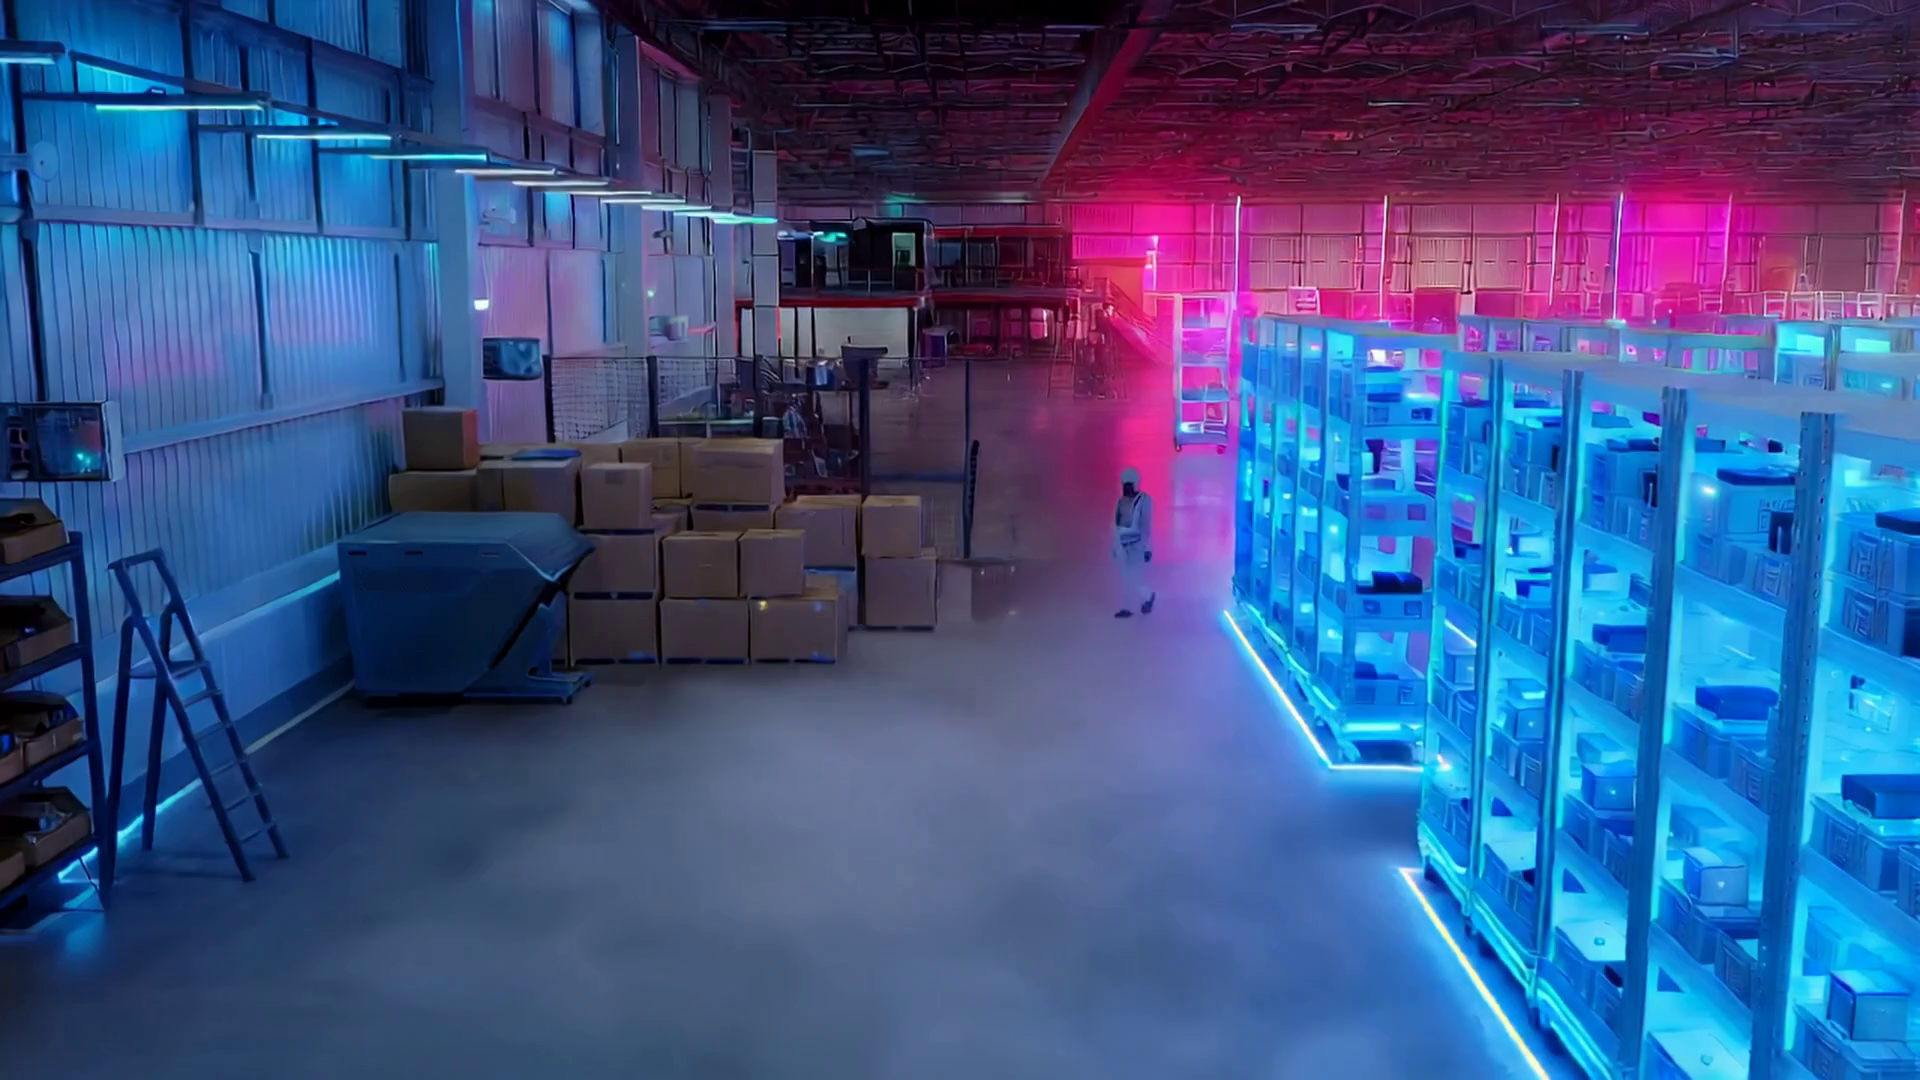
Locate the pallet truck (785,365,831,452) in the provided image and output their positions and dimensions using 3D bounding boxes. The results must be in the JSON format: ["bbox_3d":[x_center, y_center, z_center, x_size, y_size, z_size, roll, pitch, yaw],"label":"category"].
[{"bbox_3d":[-3.774,-2.976,37.635,1.885,1.965,0.823,1,9,5],"label":"pallet truck"}]

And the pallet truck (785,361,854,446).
[{"bbox_3d":[-3.410,-3.193,38.978,1.885,1.965,0.823,0,9,-1],"label":"pallet truck"}]

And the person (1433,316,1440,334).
[{"bbox_3d":[23.591,-10.186,82.603,0.430,1.841,0.624,-2,9,-11],"label":"person"}]

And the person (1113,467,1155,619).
[{"bbox_3d":[2.029,0.038,19.583,0.431,1.820,0.617,-7,12,-37],"label":"person"}]

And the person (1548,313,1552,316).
[{"bbox_3d":[32.638,-11.657,91.909,0.449,1.751,0.546,0,9,-3],"label":"person"}]

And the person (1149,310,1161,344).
[{"bbox_3d":[10.908,-11.848,92.611,0.617,1.917,0.820,5,10,26],"label":"person"}]

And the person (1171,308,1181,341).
[{"bbox_3d":[12.512,-12.531,96.835,0.707,1.924,0.564,-6,11,-34],"label":"person"}]

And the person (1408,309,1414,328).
[{"bbox_3d":[25.679,-12.217,94.882,0.398,1.920,0.586,4,10,24],"label":"person"}]

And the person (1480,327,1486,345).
[{"bbox_3d":[28.018,-11.058,88.457,0.656,1.672,0.565,-2,9,-11],"label":"person"}]

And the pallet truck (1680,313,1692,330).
[{"bbox_3d":[36.315,-10.531,84.244,0.823,1.965,1.885,-6,11,-33],"label":"pallet truck"}]

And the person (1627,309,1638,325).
[{"bbox_3d":[36.858,-11.631,91.089,0.617,1.969,0.680,-2,9,-11],"label":"person"}]

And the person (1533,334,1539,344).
[{"bbox_3d":[21.935,-7.302,64.190,0.718,2.000,0.536,6,11,31],"label":"person"}]

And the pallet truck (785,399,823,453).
[{"bbox_3d":[-3.814,-2.432,36.419,1.630,1.274,0.653,0,9,1],"label":"pallet truck"}]

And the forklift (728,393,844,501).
[{"bbox_3d":[-2.979,-1.316,26.476,2.680,1.987,1.157,0,9,1],"label":"forklift"}]

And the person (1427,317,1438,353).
[{"bbox_3d":[22.288,-9.513,78.233,0.831,1.904,0.655,-5,11,-29],"label":"person"}]

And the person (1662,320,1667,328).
[{"bbox_3d":[31.660,-8.953,74.916,0.532,1.865,0.306,-8,12,-41],"label":"person"}]

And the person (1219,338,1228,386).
[{"bbox_3d":[9.453,-6.384,59.386,0.376,1.752,0.551,7,12,38],"label":"person"}]

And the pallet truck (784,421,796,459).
[{"bbox_3d":[-4.013,-1.793,32.705,1.601,1.201,0.680,0,9,1],"label":"pallet truck"}]

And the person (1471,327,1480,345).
[{"bbox_3d":[21.133,-7.870,67.808,1.002,1.997,0.632,0,9,1],"label":"person"}]

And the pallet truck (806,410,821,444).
[{"bbox_3d":[-3.559,-2.018,33.905,1.522,1.261,0.704,0,9,-1],"label":"pallet truck"}]

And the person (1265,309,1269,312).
[{"bbox_3d":[16.817,-11.674,91.325,0.608,1.988,0.387,7,11,35],"label":"person"}]

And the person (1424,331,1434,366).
[{"bbox_3d":[17.513,-6.896,62.208,0.467,1.866,0.615,2,9,10],"label":"person"}]

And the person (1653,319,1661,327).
[{"bbox_3d":[32.746,-9.480,78.277,0.608,1.830,0.640,-3,10,-16],"label":"person"}]

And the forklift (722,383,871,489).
[{"bbox_3d":[-2.893,-1.687,28.729,2.680,1.987,1.157,0,9,-1],"label":"forklift"}]

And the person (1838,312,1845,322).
[{"bbox_3d":[48.463,-11.648,91.473,0.356,1.887,0.574,4,10,21],"label":"person"}]
